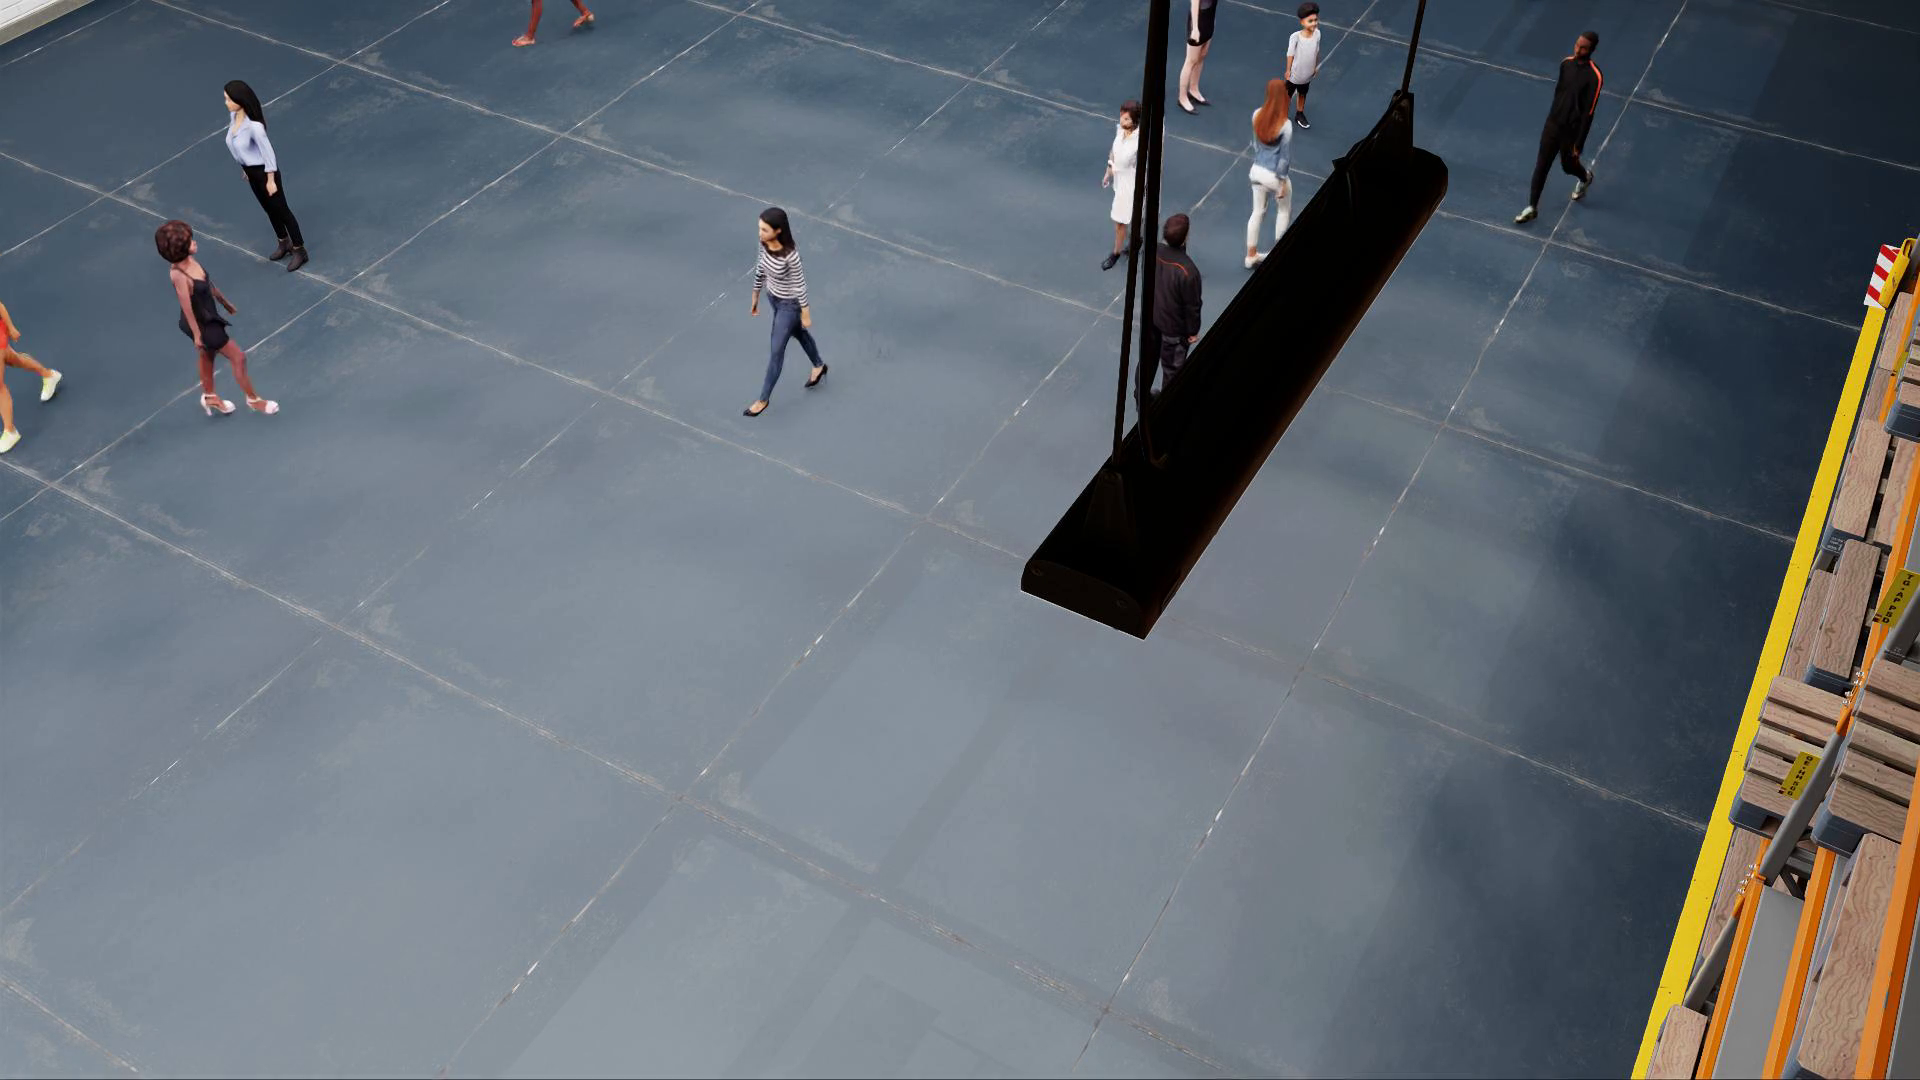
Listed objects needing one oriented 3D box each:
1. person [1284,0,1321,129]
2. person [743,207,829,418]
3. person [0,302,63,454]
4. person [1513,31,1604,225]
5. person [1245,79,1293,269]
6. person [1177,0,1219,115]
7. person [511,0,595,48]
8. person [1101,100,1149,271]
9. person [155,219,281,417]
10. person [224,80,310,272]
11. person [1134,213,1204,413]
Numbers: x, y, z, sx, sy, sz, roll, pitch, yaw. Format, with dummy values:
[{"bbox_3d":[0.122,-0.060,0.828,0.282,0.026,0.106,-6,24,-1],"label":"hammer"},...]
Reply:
[{"bbox_3d":[3.315,-4.616,16.153,0.588,1.265,0.647,-10,44,-10],"label":"person"},{"bbox_3d":[-1.273,-1.817,12.868,1.180,1.745,0.866,-32,52,-29],"label":"person"},{"bbox_3d":[-7.365,-1.629,12.665,0.780,1.750,1.207,10,45,10],"label":"person"},{"bbox_3d":[5.462,-3.680,14.795,1.222,1.781,0.939,-26,50,-25],"label":"person"},{"bbox_3d":[2.580,-3.084,14.251,0.872,1.669,0.786,-26,49,-24],"label":"person"},{"bbox_3d":[2.334,-5.047,16.194,0.627,1.832,0.426,23,48,22],"label":"person"},{"bbox_3d":[-4.256,-6.044,17.362,1.296,1.665,0.939,-29,51,-27],"label":"person"},{"bbox_3d":[1.519,-3.118,14.385,0.876,1.535,0.770,-21,47,-20],"label":"person"},{"bbox_3d":[-5.841,-1.625,12.651,0.897,1.766,0.830,-13,45,-13],"label":"person"},{"bbox_3d":[-5.961,-3.125,14.241,0.687,1.744,0.614,31,52,28],"label":"person"},{"bbox_3d":[1.576,-1.676,12.651,0.693,1.838,0.785,-32,52,-29],"label":"person"}]
